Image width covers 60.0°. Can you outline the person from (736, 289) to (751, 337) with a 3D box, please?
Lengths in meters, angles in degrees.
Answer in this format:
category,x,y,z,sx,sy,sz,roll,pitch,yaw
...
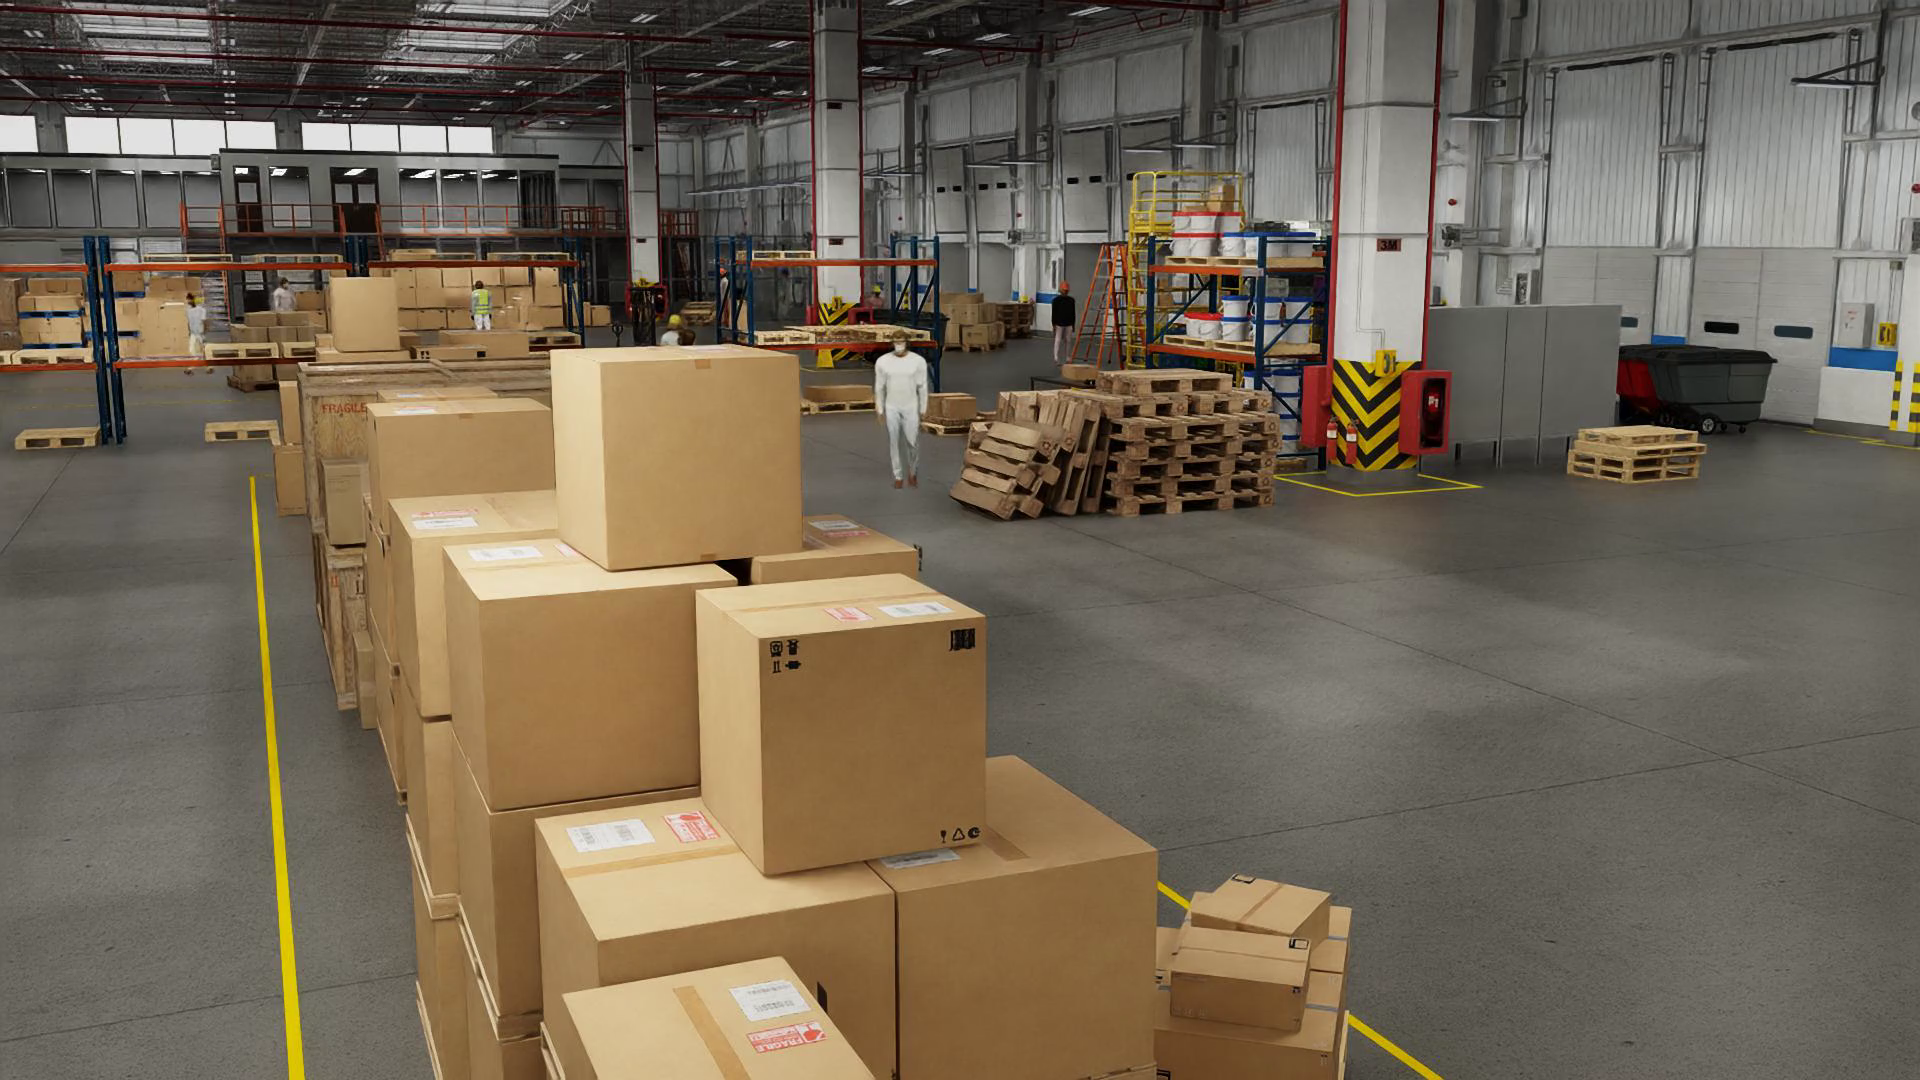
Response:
category,x,y,z,sx,sy,sz,roll,pitch,yaw
person,-5.890,-5.917,44.663,0.546,1.674,0.705,-9,14,-42

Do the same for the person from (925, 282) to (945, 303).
category,x,y,z,sx,sy,sz,roll,pitch,yaw
person,-0.747,-6.889,49.290,0.603,1.923,0.385,-2,10,-10

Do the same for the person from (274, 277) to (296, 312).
category,x,y,z,sx,sy,sz,roll,pitch,yaw
person,-18.610,-6.289,45.972,0.437,1.925,0.656,7,12,33

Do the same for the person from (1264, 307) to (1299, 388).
category,x,y,z,sx,sy,sz,roll,pitch,yaw
person,5.291,-2.894,27.380,0.585,1.882,0.337,0,10,-1

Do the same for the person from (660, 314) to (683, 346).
category,x,y,z,sx,sy,sz,roll,pitch,yaw
person,-4.795,-2.933,28.034,0.516,1.723,0.434,-4,11,-21

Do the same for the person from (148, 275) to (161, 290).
category,x,y,z,sx,sy,sz,roll,pitch,yaw
person,-24.344,-7.085,50.413,0.800,1.905,0.596,5,12,27

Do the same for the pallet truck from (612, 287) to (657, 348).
category,x,y,z,sx,sy,sz,roll,pitch,yaw
pallet truck,-6.464,-4.406,35.401,0.823,1.965,1.885,6,12,32

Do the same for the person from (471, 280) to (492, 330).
category,x,y,z,sx,sy,sz,roll,pitch,yaw
person,-13.278,-6.271,46.117,0.627,1.844,0.429,-9,14,-42

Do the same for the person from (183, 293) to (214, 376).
category,x,y,z,sx,sy,sz,roll,pitch,yaw
person,-16.760,-4.512,36.534,0.538,1.805,1.039,1,10,5

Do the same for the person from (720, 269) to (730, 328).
category,x,y,z,sx,sy,sz,roll,pitch,yaw
person,-7.941,-8.130,55.961,0.393,1.985,0.611,-2,10,-11

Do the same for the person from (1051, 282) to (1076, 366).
category,x,y,z,sx,sy,sz,roll,pitch,yaw
person,2.455,-5.104,39.299,0.608,1.987,0.400,-4,11,-22

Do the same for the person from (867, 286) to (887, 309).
category,x,y,z,sx,sy,sz,roll,pitch,yaw
person,-2.161,-5.893,44.288,0.547,1.733,0.800,-5,11,-26

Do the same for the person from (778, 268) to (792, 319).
category,x,y,z,sx,sy,sz,roll,pitch,yaw
person,-6.438,-9.059,61.223,0.471,1.929,0.636,1,10,4

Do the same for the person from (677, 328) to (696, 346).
category,x,y,z,sx,sy,sz,roll,pitch,yaw
person,-3.483,-1.808,21.504,0.346,1.845,0.505,2,10,10

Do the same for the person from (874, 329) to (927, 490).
category,x,y,z,sx,sy,sz,roll,pitch,yaw
person,-0.712,-1.543,19.842,0.626,1.919,0.599,1,10,4
